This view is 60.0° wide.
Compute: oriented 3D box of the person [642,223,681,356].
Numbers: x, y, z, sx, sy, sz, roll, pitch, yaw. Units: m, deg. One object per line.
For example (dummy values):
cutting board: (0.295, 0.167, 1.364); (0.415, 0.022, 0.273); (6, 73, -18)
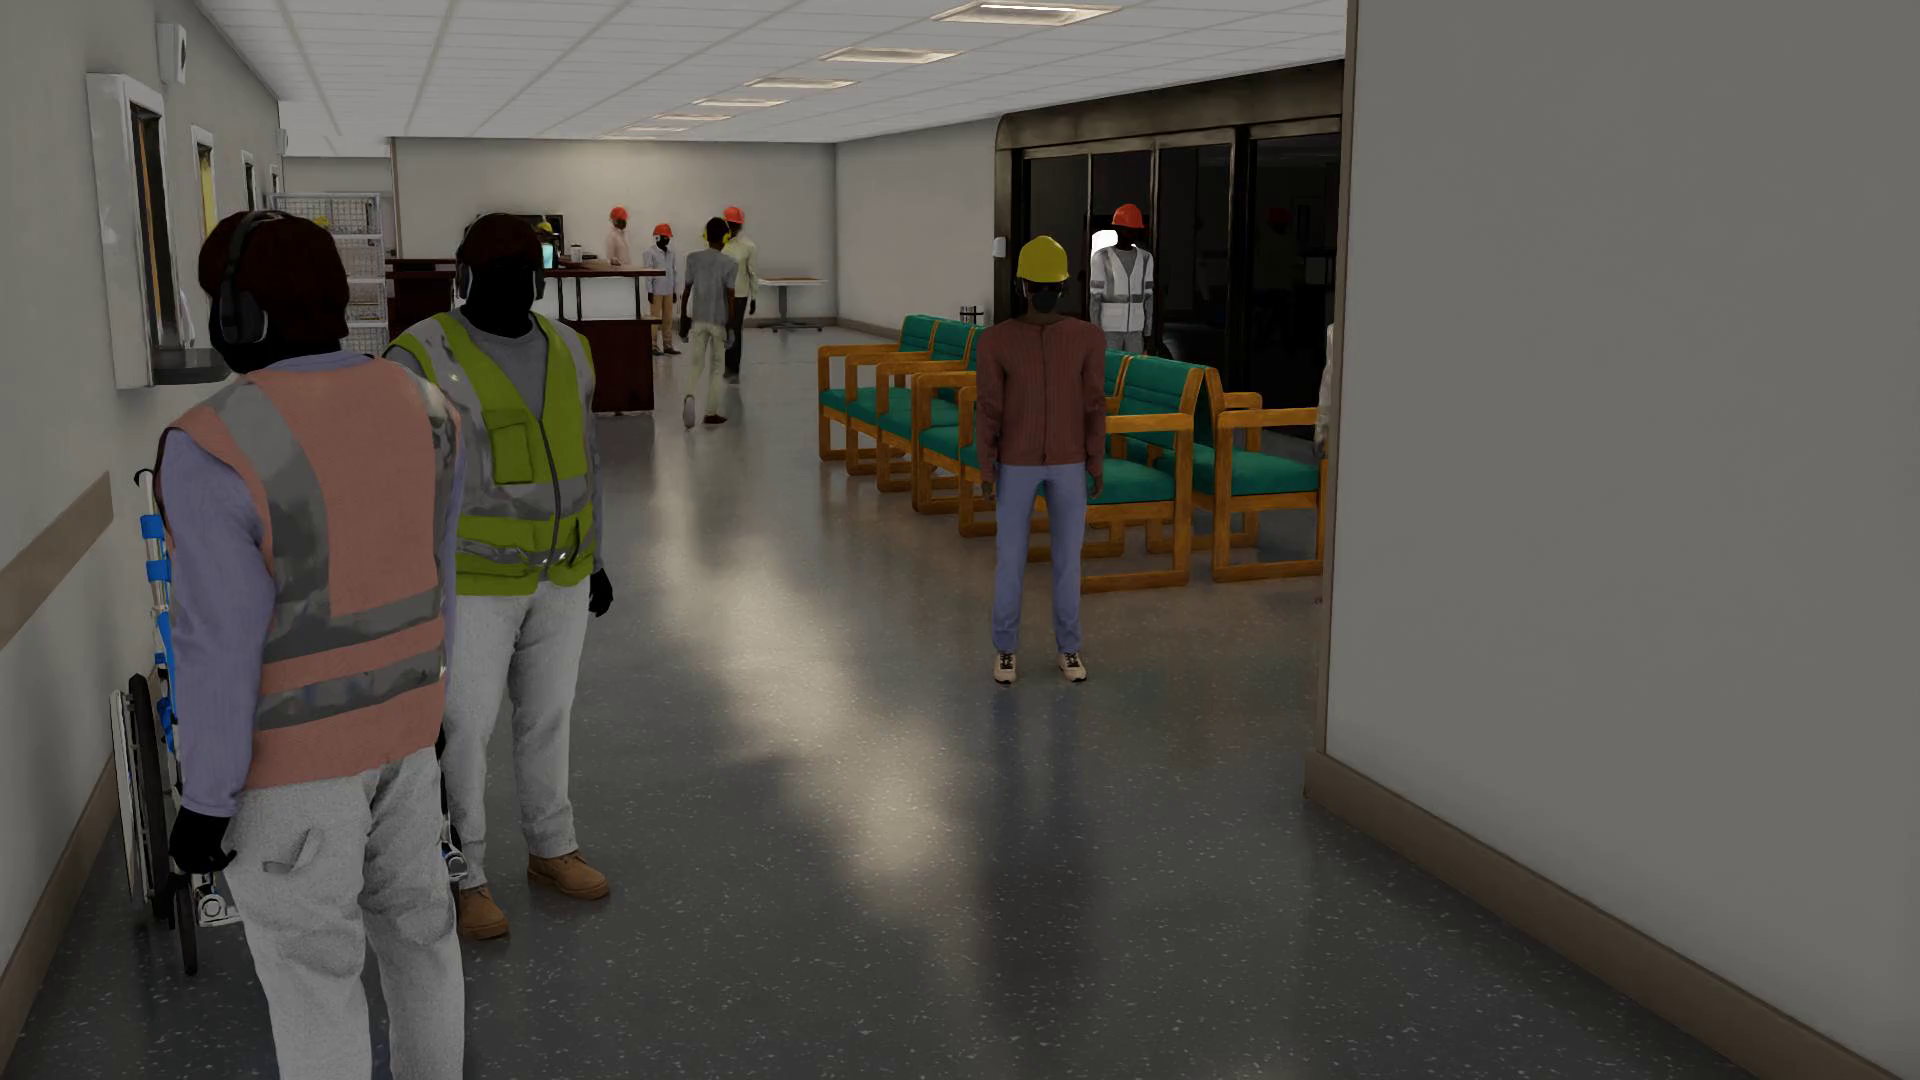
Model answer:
person: (-3.925, -3.308, 21.982); (0.352, 1.743, 0.564); (7, 13, 34)

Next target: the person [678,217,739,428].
person: (-2.204, -1.867, 14.390); (0.555, 1.830, 0.770); (3, 11, 14)

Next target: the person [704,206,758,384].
person: (-2.569, -2.735, 18.589); (0.616, 1.948, 0.951); (1, 11, 6)

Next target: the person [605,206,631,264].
person: (-5.003, -3.912, 24.548); (0.425, 1.971, 0.709); (3, 11, 16)

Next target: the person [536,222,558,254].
person: (-6.126, -3.829, 24.636); (0.541, 1.750, 0.491); (5, 12, 26)

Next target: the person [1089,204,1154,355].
person: (1.307, -1.713, 13.334); (0.547, 1.930, 0.388); (-4, 12, -18)

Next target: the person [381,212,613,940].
person: (-1.161, 0.088, 4.312); (0.428, 1.840, 0.631); (9, 14, 40)

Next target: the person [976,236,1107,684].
person: (0.320, -0.299, 6.514); (0.518, 1.757, 0.340); (-2, 11, -9)

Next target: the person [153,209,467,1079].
person: (-1.132, 0.357, 2.926); (0.430, 1.844, 0.619); (5, 12, 22)
